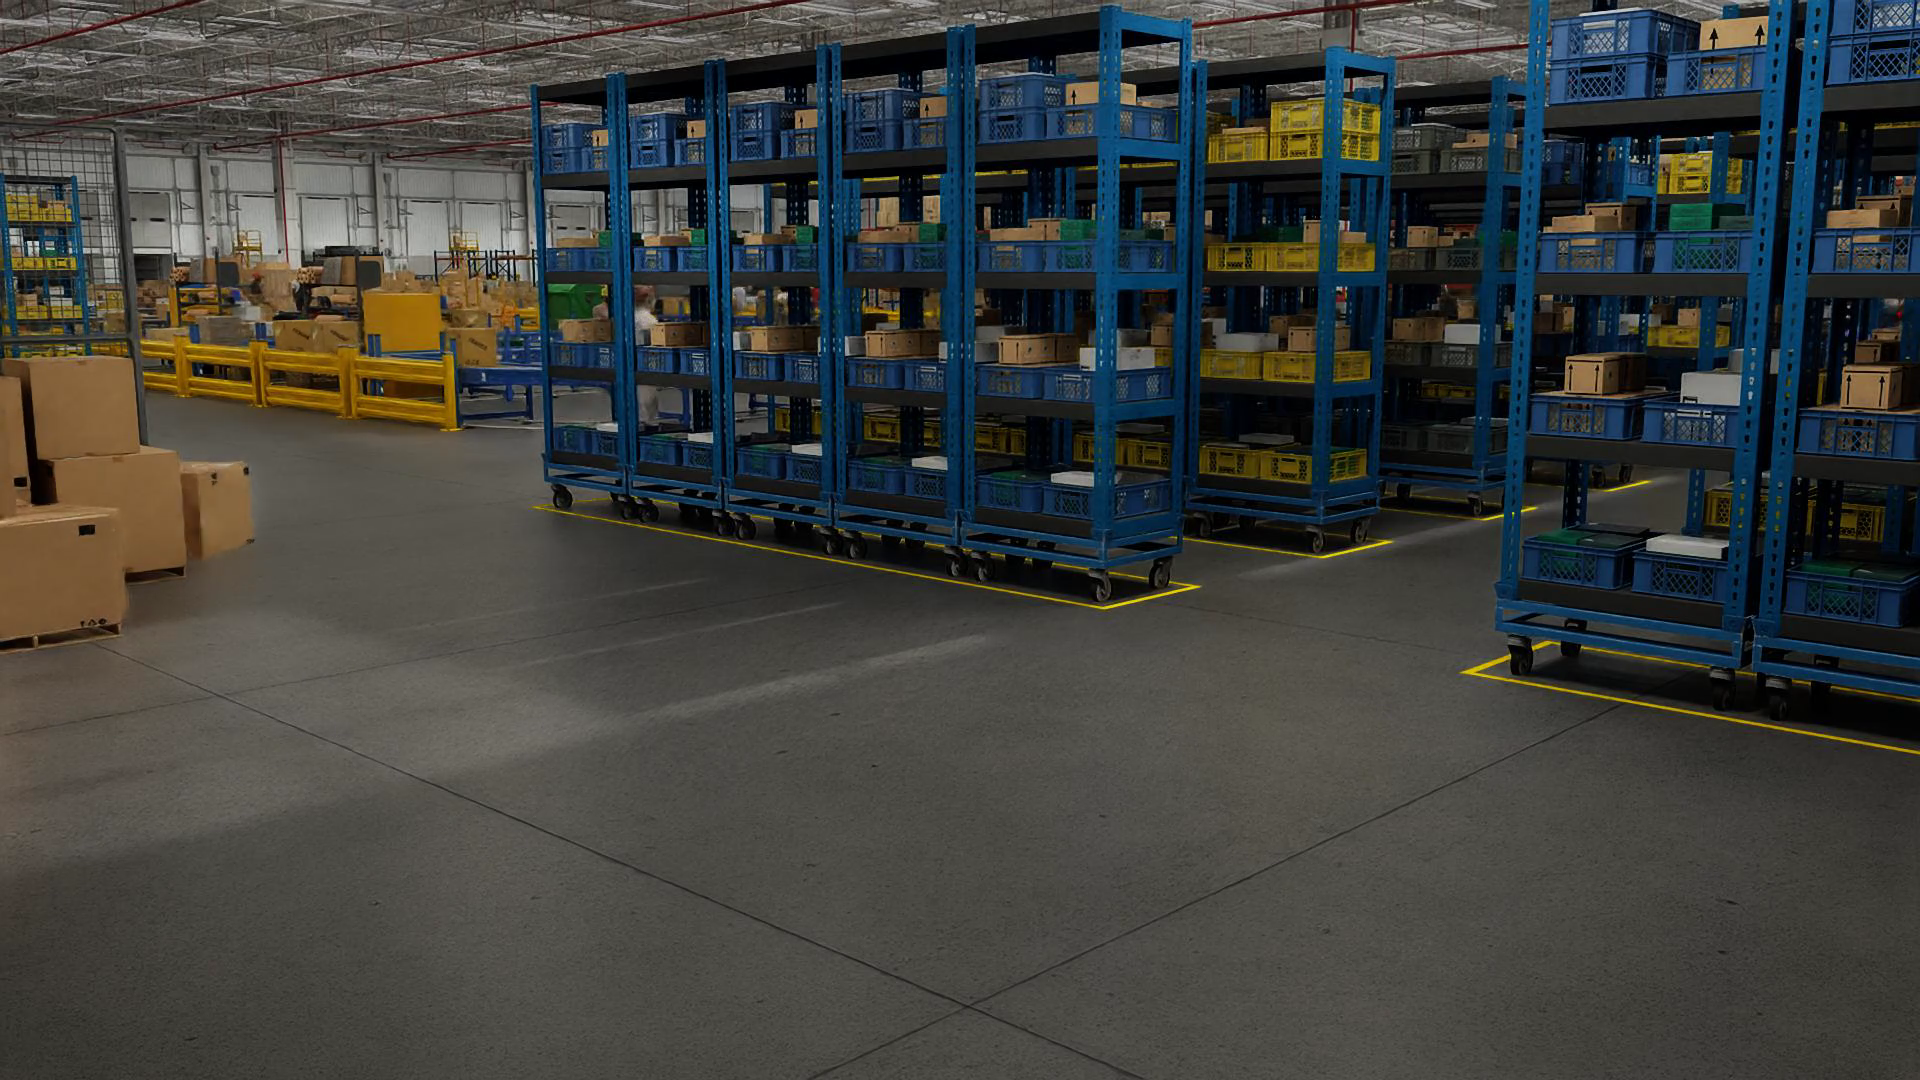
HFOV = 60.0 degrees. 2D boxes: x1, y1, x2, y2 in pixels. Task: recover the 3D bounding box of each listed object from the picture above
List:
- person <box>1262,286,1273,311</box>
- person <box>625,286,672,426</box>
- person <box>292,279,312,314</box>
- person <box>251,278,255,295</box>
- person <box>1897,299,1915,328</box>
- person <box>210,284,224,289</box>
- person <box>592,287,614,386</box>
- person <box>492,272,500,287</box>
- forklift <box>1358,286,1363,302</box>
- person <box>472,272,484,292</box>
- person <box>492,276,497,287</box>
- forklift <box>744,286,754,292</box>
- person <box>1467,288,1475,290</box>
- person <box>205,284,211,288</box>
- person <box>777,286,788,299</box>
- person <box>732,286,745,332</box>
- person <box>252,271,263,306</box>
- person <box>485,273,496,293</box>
[{"bbox_3d":[10.663,-8.167,56.942,0.655,1.921,0.668,9,13,43],"label":"person"},{"bbox_3d":[-3.353,-1.789,17.974,0.629,1.888,0.666,-6,11,-33],"label":"person"},{"bbox_3d":[-24.586,-9.073,62.142,0.688,2.000,0.536,-4,10,-25],"label":"person"},{"bbox_3d":[-27.446,-9.393,64.943,0.524,1.769,0.325,4,10,23],"label":"person"},{"bbox_3d":[8.820,-1.369,15.653,0.922,1.806,0.575,-7,11,-35],"label":"person"},{"bbox_3d":[-20.995,-6.615,47.103,0.547,2.026,0.612,1,9,4],"label":"person"},{"bbox_3d":[-6.229,-3.595,29.425,0.518,1.757,0.336,-5,10,-26],"label":"person"},{"bbox_3d":[-23.137,-12.362,82.679,0.587,1.920,0.392,0,9,2],"label":"person"},{"bbox_3d":[11.100,-7.017,46.970,1.873,2.768,1.129,9,13,43],"label":"forklift"},{"bbox_3d":[-22.322,-11.427,76.912,0.638,1.935,0.373,2,9,13],"label":"person"},{"bbox_3d":[-21.979,-11.612,78.617,0.297,1.744,0.487,-8,12,-40],"label":"person"},{"bbox_3d":[-9.516,-12.227,78.911,1.873,2.768,1.129,9,13,43],"label":"forklift"},{"bbox_3d":[17.034,-7.747,55.359,0.523,1.585,0.825,-4,10,-21],"label":"person"},{"bbox_3d":[-37.184,-12.202,82.372,0.531,1.698,0.320,6,11,33],"label":"person"},{"bbox_3d":[-5.049,-6.473,47.368,0.542,1.658,0.857,-9,13,-44],"label":"person"},{"bbox_3d":[-6.779,-7.013,50.232,0.610,1.813,0.596,9,13,42],"label":"person"},{"bbox_3d":[-24.231,-8.263,57.355,0.487,1.979,0.641,-3,10,-16],"label":"person"},{"bbox_3d":[-21.292,-11.162,75.490,0.517,1.865,0.334,-3,10,-16],"label":"person"}]
